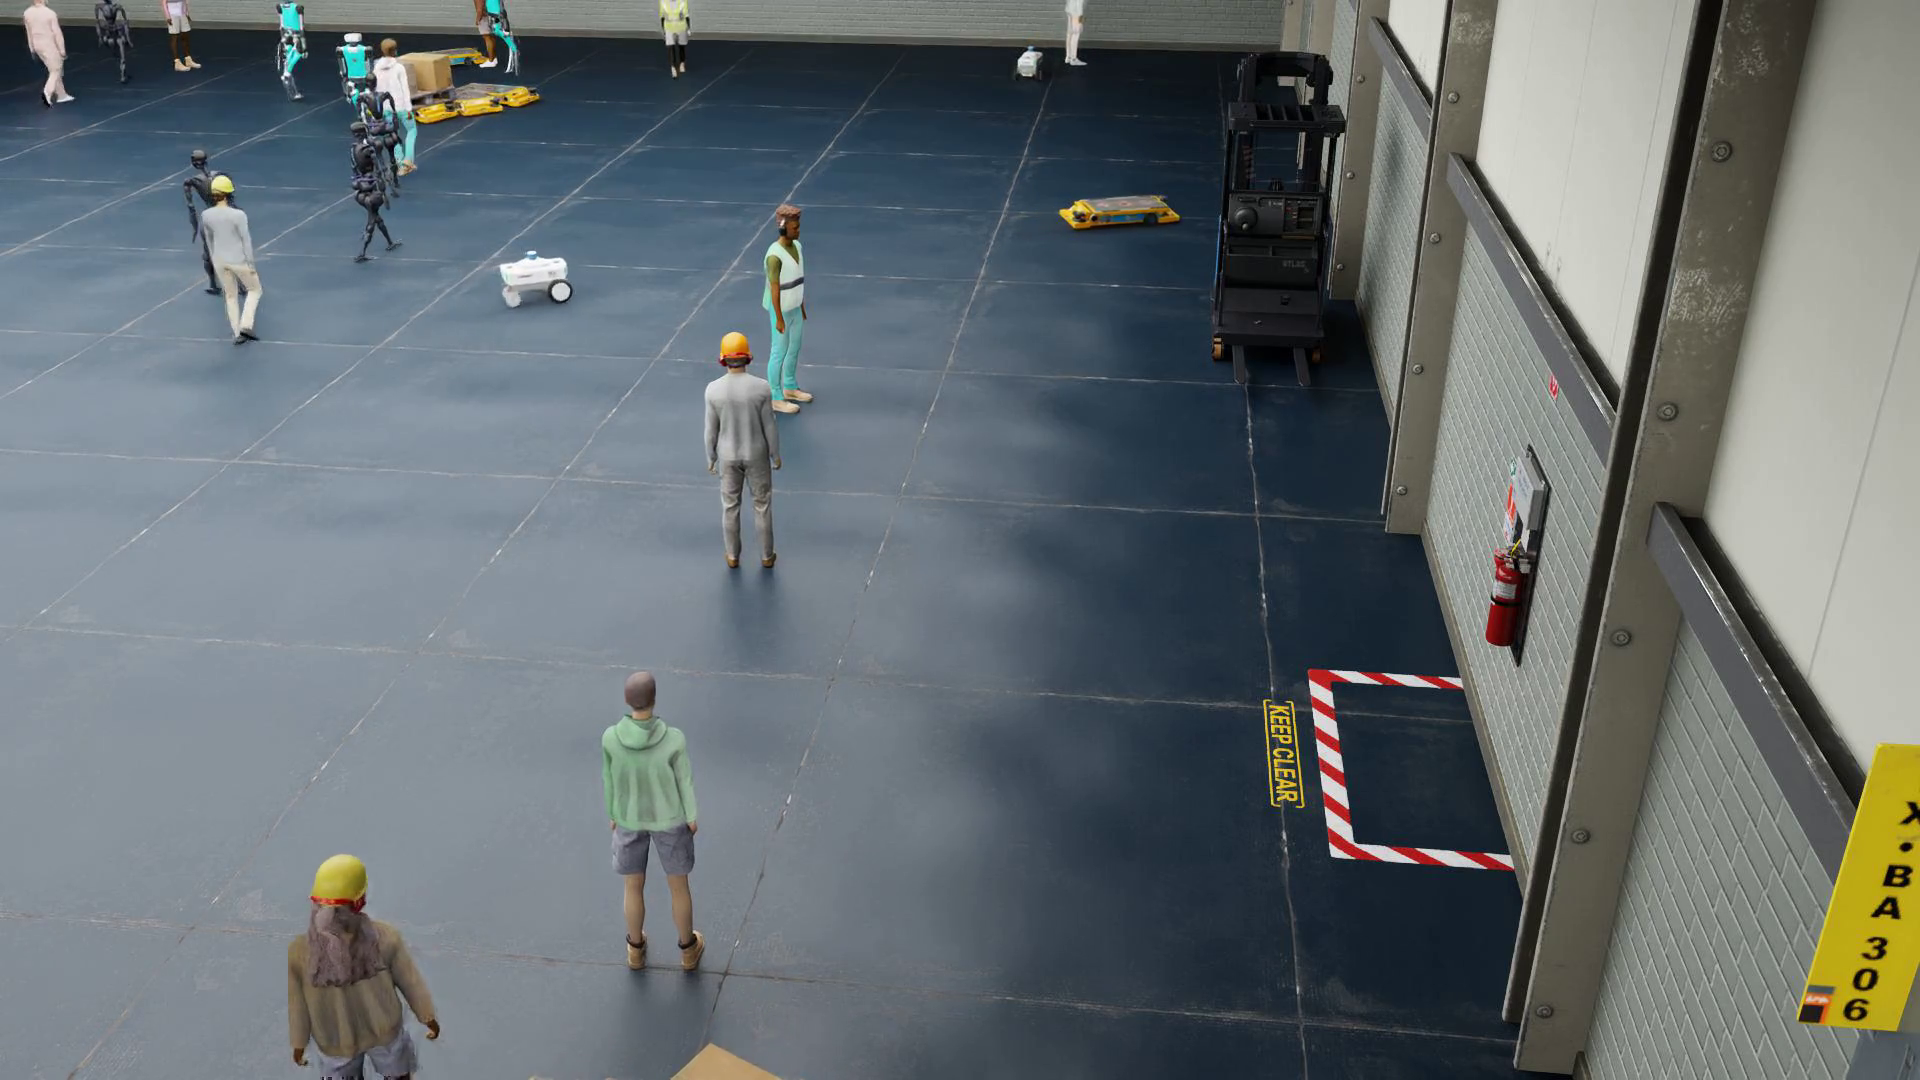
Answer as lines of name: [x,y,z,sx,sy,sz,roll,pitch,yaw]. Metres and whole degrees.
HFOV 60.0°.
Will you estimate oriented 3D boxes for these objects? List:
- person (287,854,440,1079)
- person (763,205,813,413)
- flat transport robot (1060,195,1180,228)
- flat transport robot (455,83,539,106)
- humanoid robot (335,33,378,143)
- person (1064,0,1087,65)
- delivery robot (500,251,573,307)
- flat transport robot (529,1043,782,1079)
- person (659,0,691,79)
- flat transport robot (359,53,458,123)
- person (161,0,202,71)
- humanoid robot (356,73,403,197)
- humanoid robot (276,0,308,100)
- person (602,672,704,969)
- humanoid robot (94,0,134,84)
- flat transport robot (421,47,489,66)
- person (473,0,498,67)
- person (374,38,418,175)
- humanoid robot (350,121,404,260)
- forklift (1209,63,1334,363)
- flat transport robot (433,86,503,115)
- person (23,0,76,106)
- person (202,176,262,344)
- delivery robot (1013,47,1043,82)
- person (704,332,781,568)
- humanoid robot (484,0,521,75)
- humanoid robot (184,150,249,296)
person: [-2.590,2.141,7.241,0.599,1.739,0.670,-11,29,-21]
person: [-1.637,-2.172,15.582,0.399,1.970,0.479,11,29,21]
flat transport robot: [2.081,-4.273,21.669,1.431,0.231,0.659,-6,27,-12]
flat transport robot: [-7.939,-7.546,28.203,1.431,0.231,0.659,8,28,16]
humanoid robot: [-8.975,-6.773,25.006,0.533,1.736,0.964,-5,27,-10]
person: [2.133,-9.804,30.919,0.401,1.876,0.497,-7,27,-13]
delivery robot: [-4.776,-2.949,18.699,0.785,0.587,0.499,-11,29,-21]
flat transport robot: [-1.266,3.035,7.079,0.659,0.231,1.431,11,29,21]
person: [-5.122,-9.203,29.972,0.539,1.640,0.938,-4,27,-8]
flat transport robot: [-8.978,-7.052,27.216,1.431,0.231,0.659,15,30,27]
person: [-14.306,-9.641,30.422,0.402,2.035,0.608,8,28,16]
humanoid robot: [-7.916,-5.535,22.649,0.583,1.637,0.692,-19,32,-33]
humanoid robot: [-11.309,-8.194,27.942,0.539,1.852,0.752,11,28,20]
person: [-1.592,1.466,8.581,0.470,1.734,0.324,1,27,1]
humanoid robot: [-14.967,-8.940,29.476,0.602,1.631,0.733,-1,27,-2]
flat transport robot: [-9.603,-8.986,31.078,1.431,0.231,0.659,-17,31,-31]
person: [-8.785,-9.722,30.775,0.395,1.855,0.784,-1,27,-2]
person: [-7.981,-6.138,23.584,0.489,1.897,0.439,4,27,7]
humanoid robot: [-7.116,-4.223,20.046,0.589,1.623,0.790,19,32,33]
forklift: [3.241,-3.477,17.183,1.129,2.768,1.873,3,27,6]
flat transport robot: [-8.239,-7.338,27.788,0.659,0.231,1.431,-18,32,-32]
person: [-15.229,-8.185,27.698,0.682,1.868,0.808,8,28,15]
person: [-7.527,-2.894,17.256,0.548,1.747,0.395,5,27,9]
delivery robot: [1.257,-8.533,29.856,0.499,0.596,0.775,6,27,12]
person: [-1.652,-0.667,12.667,0.569,1.889,0.389,-1,27,-3]
humanoid robot: [-8.183,-9.233,30.054,0.538,1.896,0.709,19,32,33]
humanoid robot: [-8.391,-3.574,18.717,0.631,1.632,0.589,18,32,32]
